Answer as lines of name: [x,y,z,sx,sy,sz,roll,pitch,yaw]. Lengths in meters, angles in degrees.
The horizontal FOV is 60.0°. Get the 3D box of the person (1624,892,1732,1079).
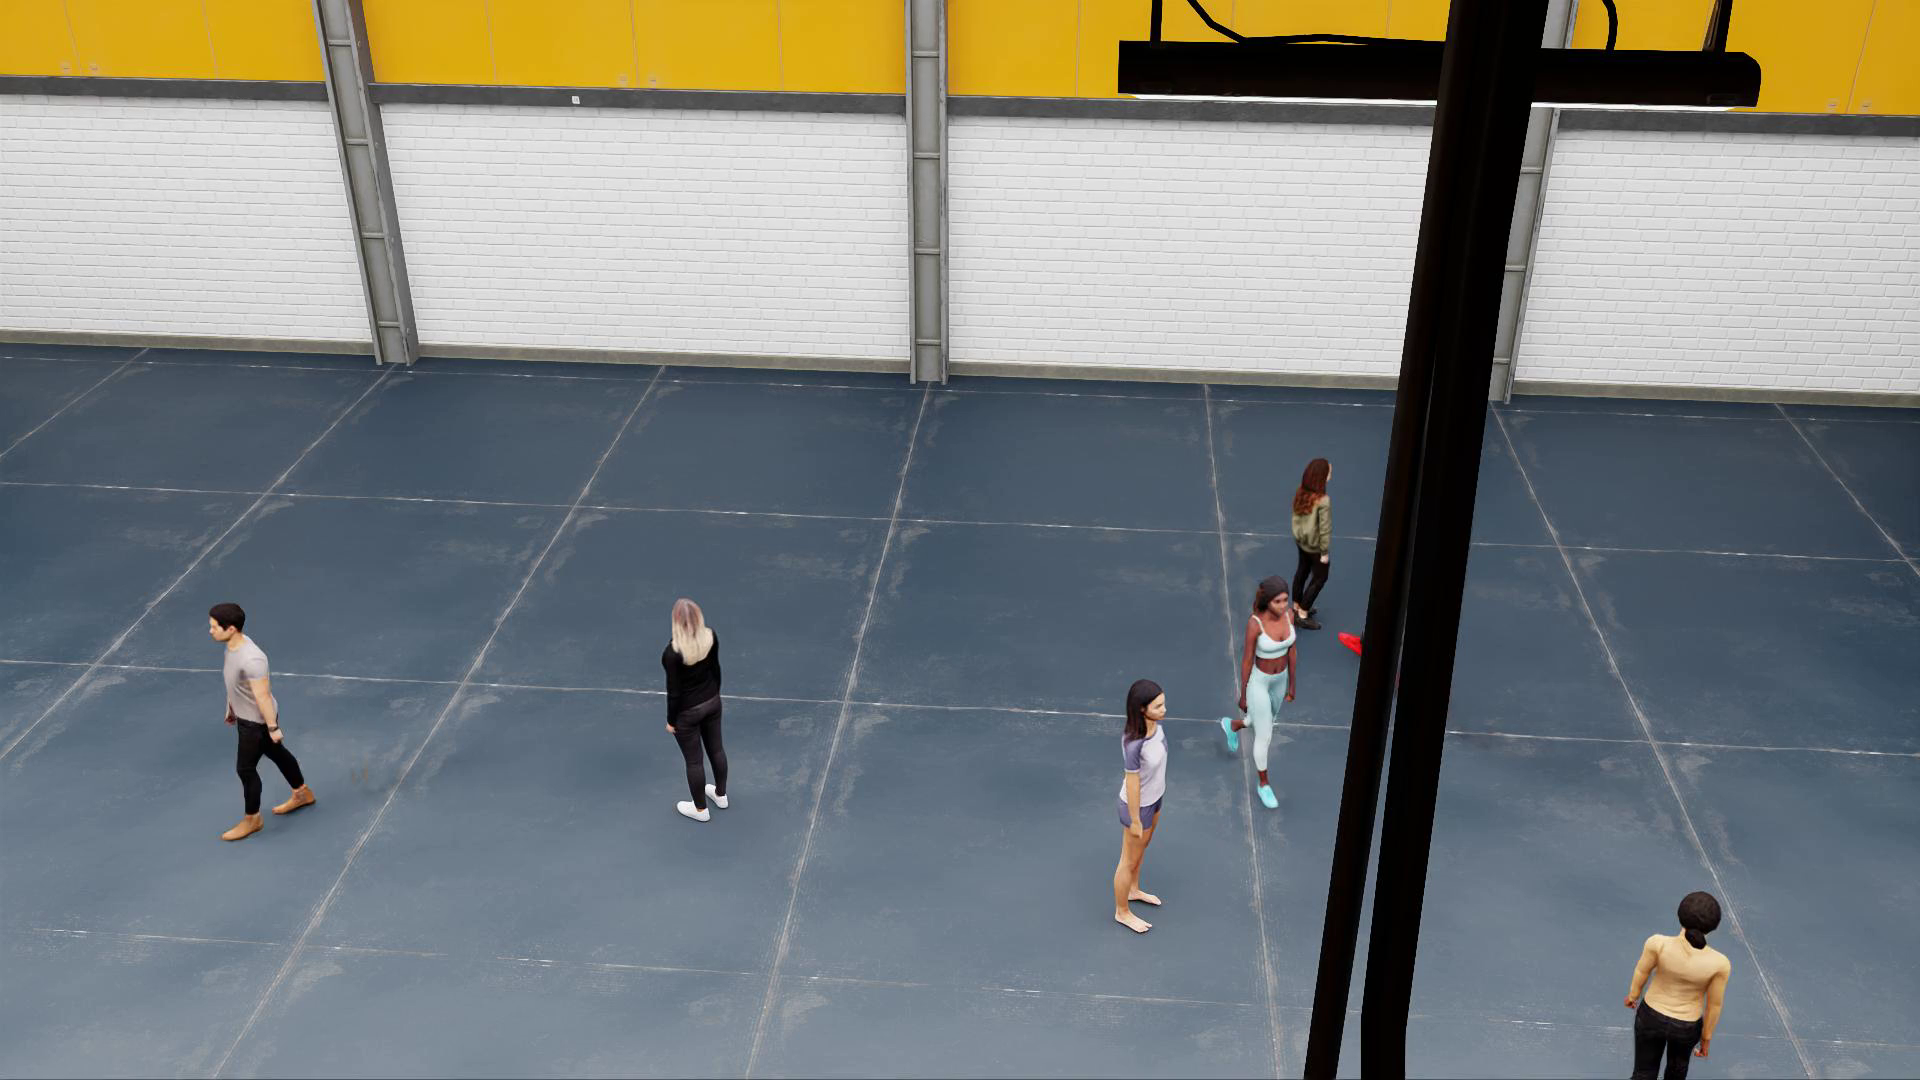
person: [3.657,2.542,8.600,0.783,1.643,0.780,12,31,20]

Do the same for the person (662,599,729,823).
person: [-1.762,1.134,11.137,0.727,1.686,0.691,24,37,37]

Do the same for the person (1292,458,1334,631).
person: [2.808,0.023,13.393,0.674,1.477,0.677,-10,30,-18]

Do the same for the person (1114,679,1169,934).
person: [1.112,1.604,10.226,0.613,1.734,0.643,12,31,20]

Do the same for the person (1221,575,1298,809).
person: [2.061,0.970,11.420,1.022,1.703,0.956,-12,31,-21]

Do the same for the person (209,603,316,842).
person: [-4.613,1.145,11.105,1.011,1.698,0.930,-19,34,-31]
